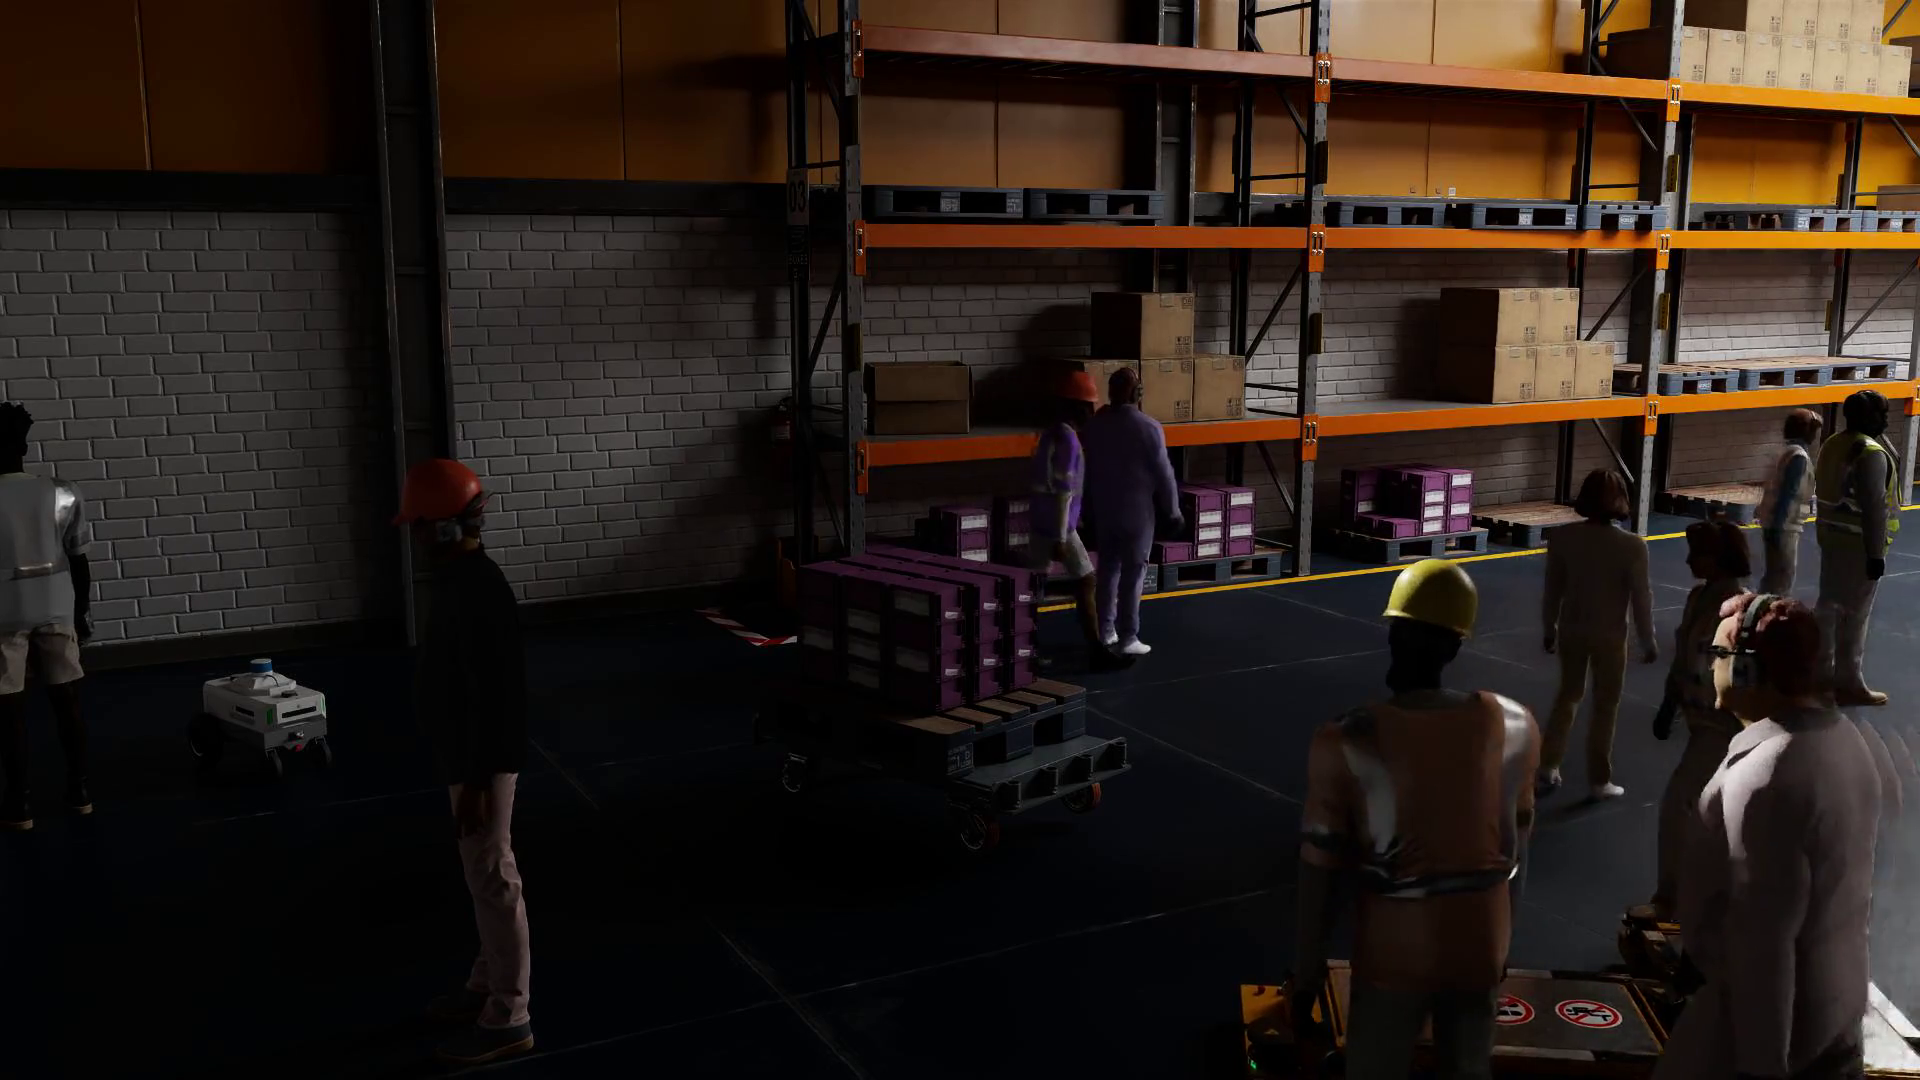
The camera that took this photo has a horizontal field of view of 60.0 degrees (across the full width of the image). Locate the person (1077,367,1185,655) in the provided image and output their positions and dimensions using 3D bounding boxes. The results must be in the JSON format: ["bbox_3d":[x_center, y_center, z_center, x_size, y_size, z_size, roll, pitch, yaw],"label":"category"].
[{"bbox_3d":[1.093,-0.180,10.893,0.663,1.900,0.450,9,13,42],"label":"person"}]

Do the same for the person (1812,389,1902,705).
[{"bbox_3d":[5.278,0.037,9.798,0.429,1.846,0.629,0,10,1],"label":"person"}]

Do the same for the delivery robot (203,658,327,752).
[{"bbox_3d":[-3.572,0.853,8.539,0.707,0.478,0.477,8,13,39],"label":"delivery robot"}]

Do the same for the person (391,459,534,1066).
[{"bbox_3d":[-1.618,0.718,5.466,0.391,1.986,0.608,-4,10,-19],"label":"person"}]

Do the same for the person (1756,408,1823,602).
[{"bbox_3d":[5.506,-0.077,11.119,0.402,1.606,0.550,3,10,18],"label":"person"}]

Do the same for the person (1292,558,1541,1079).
[{"bbox_3d":[1.110,0.998,4.081,0.606,1.913,0.434,-2,10,-9],"label":"person"}]

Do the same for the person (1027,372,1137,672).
[{"bbox_3d":[0.710,-0.098,10.428,0.901,1.886,0.573,-2,10,-13],"label":"person"}]

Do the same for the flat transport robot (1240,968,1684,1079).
[{"bbox_3d":[1.639,1.594,5.354,1.431,0.197,0.652,1,10,7],"label":"flat transport robot"}]

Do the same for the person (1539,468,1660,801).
[{"bbox_3d":[3.057,0.462,7.968,0.346,1.633,0.520,-8,12,-38],"label":"person"}]

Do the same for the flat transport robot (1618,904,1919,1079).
[{"bbox_3d":[2.698,1.571,5.487,0.652,0.197,1.431,1,10,7],"label":"flat transport robot"}]

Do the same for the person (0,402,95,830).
[{"bbox_3d":[-4.318,0.347,7.660,0.361,1.964,0.617,8,13,40],"label":"person"}]

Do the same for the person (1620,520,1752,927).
[{"bbox_3d":[2.831,0.725,6.476,0.663,1.617,0.536,1,10,6],"label":"person"}]

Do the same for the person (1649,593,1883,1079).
[{"bbox_3d":[1.787,1.048,3.918,0.651,1.861,0.948,-9,13,-42],"label":"person"}]
